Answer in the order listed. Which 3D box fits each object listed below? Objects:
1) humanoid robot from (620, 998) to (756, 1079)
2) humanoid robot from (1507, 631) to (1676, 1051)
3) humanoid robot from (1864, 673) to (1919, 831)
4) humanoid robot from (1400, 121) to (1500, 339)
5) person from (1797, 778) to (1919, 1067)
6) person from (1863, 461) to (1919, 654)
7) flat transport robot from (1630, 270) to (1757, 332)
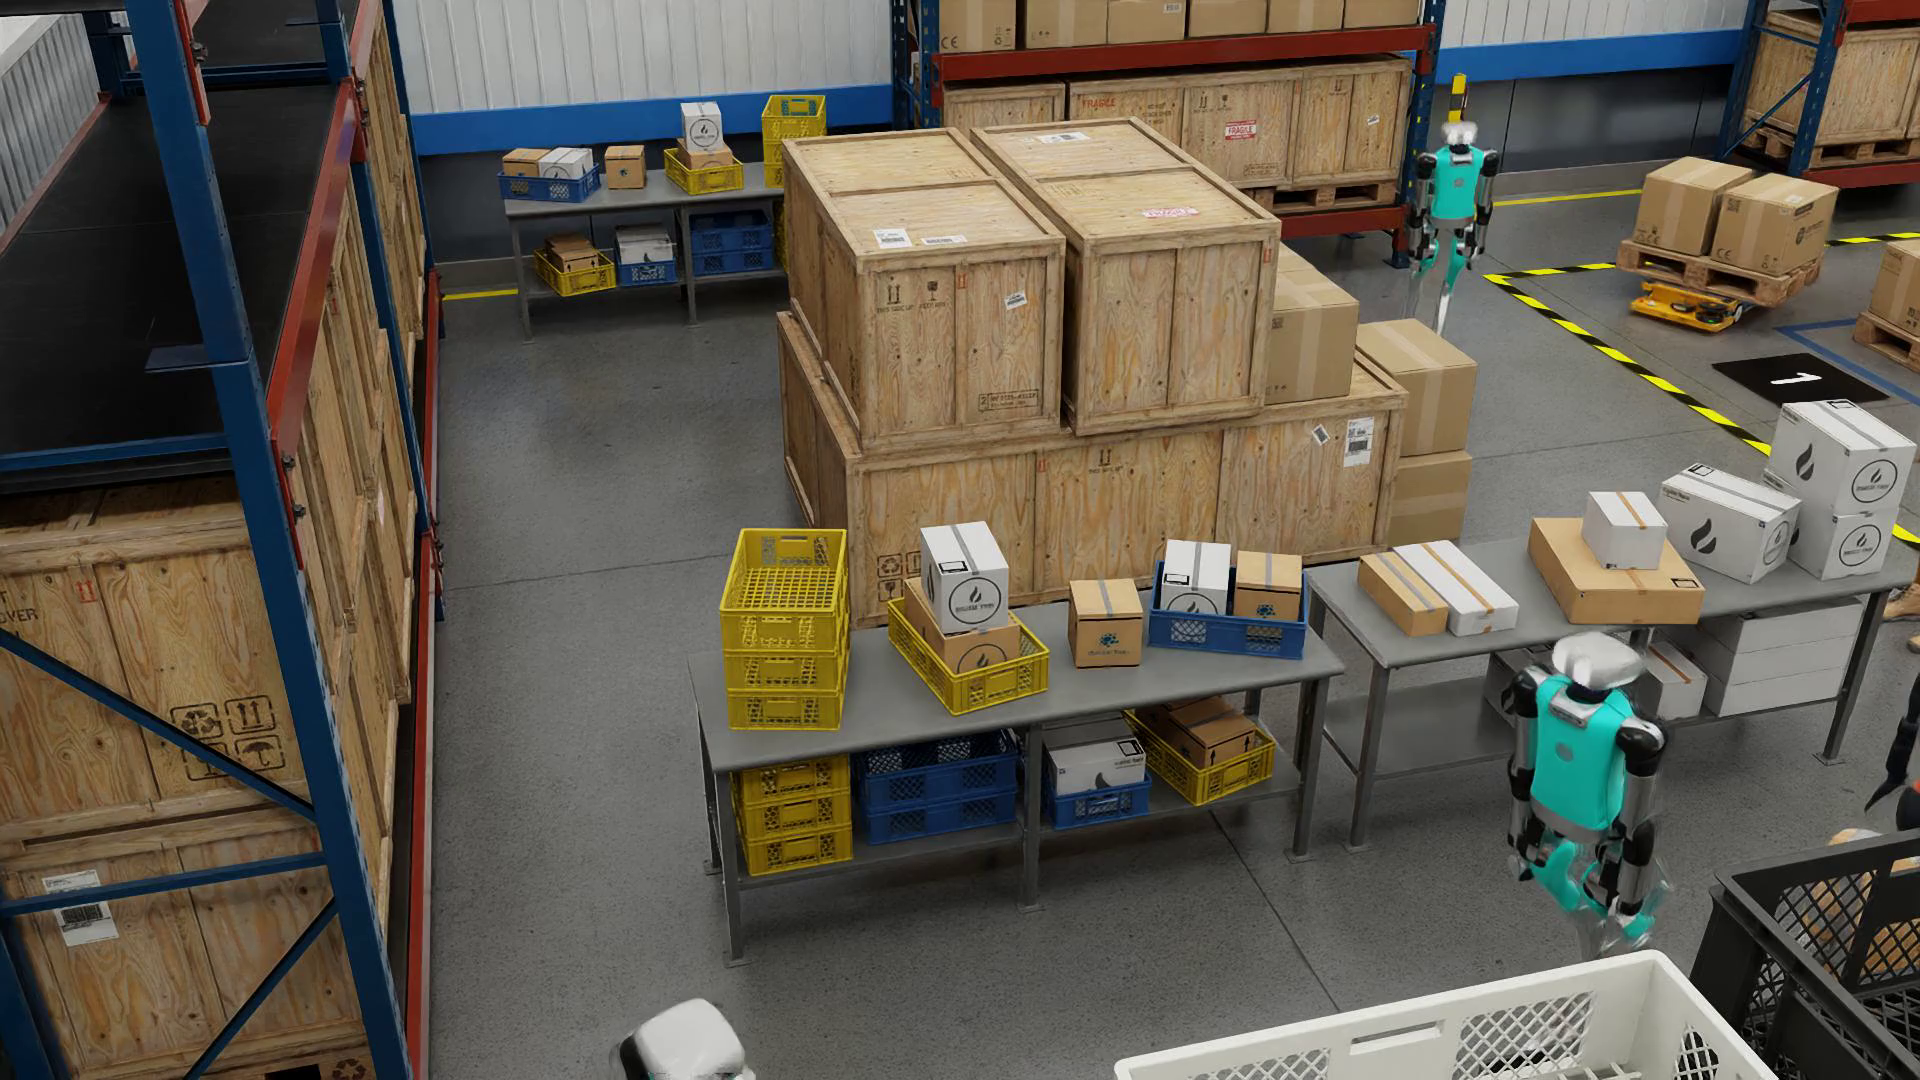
[{"bbox_3d":[-0.843,1.986,4.047,1.028,1.762,0.540,-25,38,-38],"label":"humanoid robot"},{"bbox_3d":[2.241,1.071,5.742,0.836,1.870,0.555,-19,34,-30],"label":"humanoid robot"},{"bbox_3d":[3.612,0.931,5.964,0.589,1.644,0.333,15,32,25],"label":"humanoid robot"},{"bbox_3d":[3.265,-2.060,11.421,0.565,1.810,0.954,1,29,2],"label":"humanoid robot"},{"bbox_3d":[2.682,1.408,4.842,0.381,1.929,0.545,-24,37,-36],"label":"person"},{"bbox_3d":[4.875,-0.387,7.996,0.406,2.030,0.607,-5,29,-9],"label":"person"},{"bbox_3d":[5.710,-1.921,12.574,0.652,0.197,1.431,25,38,38],"label":"flat transport robot"}]
